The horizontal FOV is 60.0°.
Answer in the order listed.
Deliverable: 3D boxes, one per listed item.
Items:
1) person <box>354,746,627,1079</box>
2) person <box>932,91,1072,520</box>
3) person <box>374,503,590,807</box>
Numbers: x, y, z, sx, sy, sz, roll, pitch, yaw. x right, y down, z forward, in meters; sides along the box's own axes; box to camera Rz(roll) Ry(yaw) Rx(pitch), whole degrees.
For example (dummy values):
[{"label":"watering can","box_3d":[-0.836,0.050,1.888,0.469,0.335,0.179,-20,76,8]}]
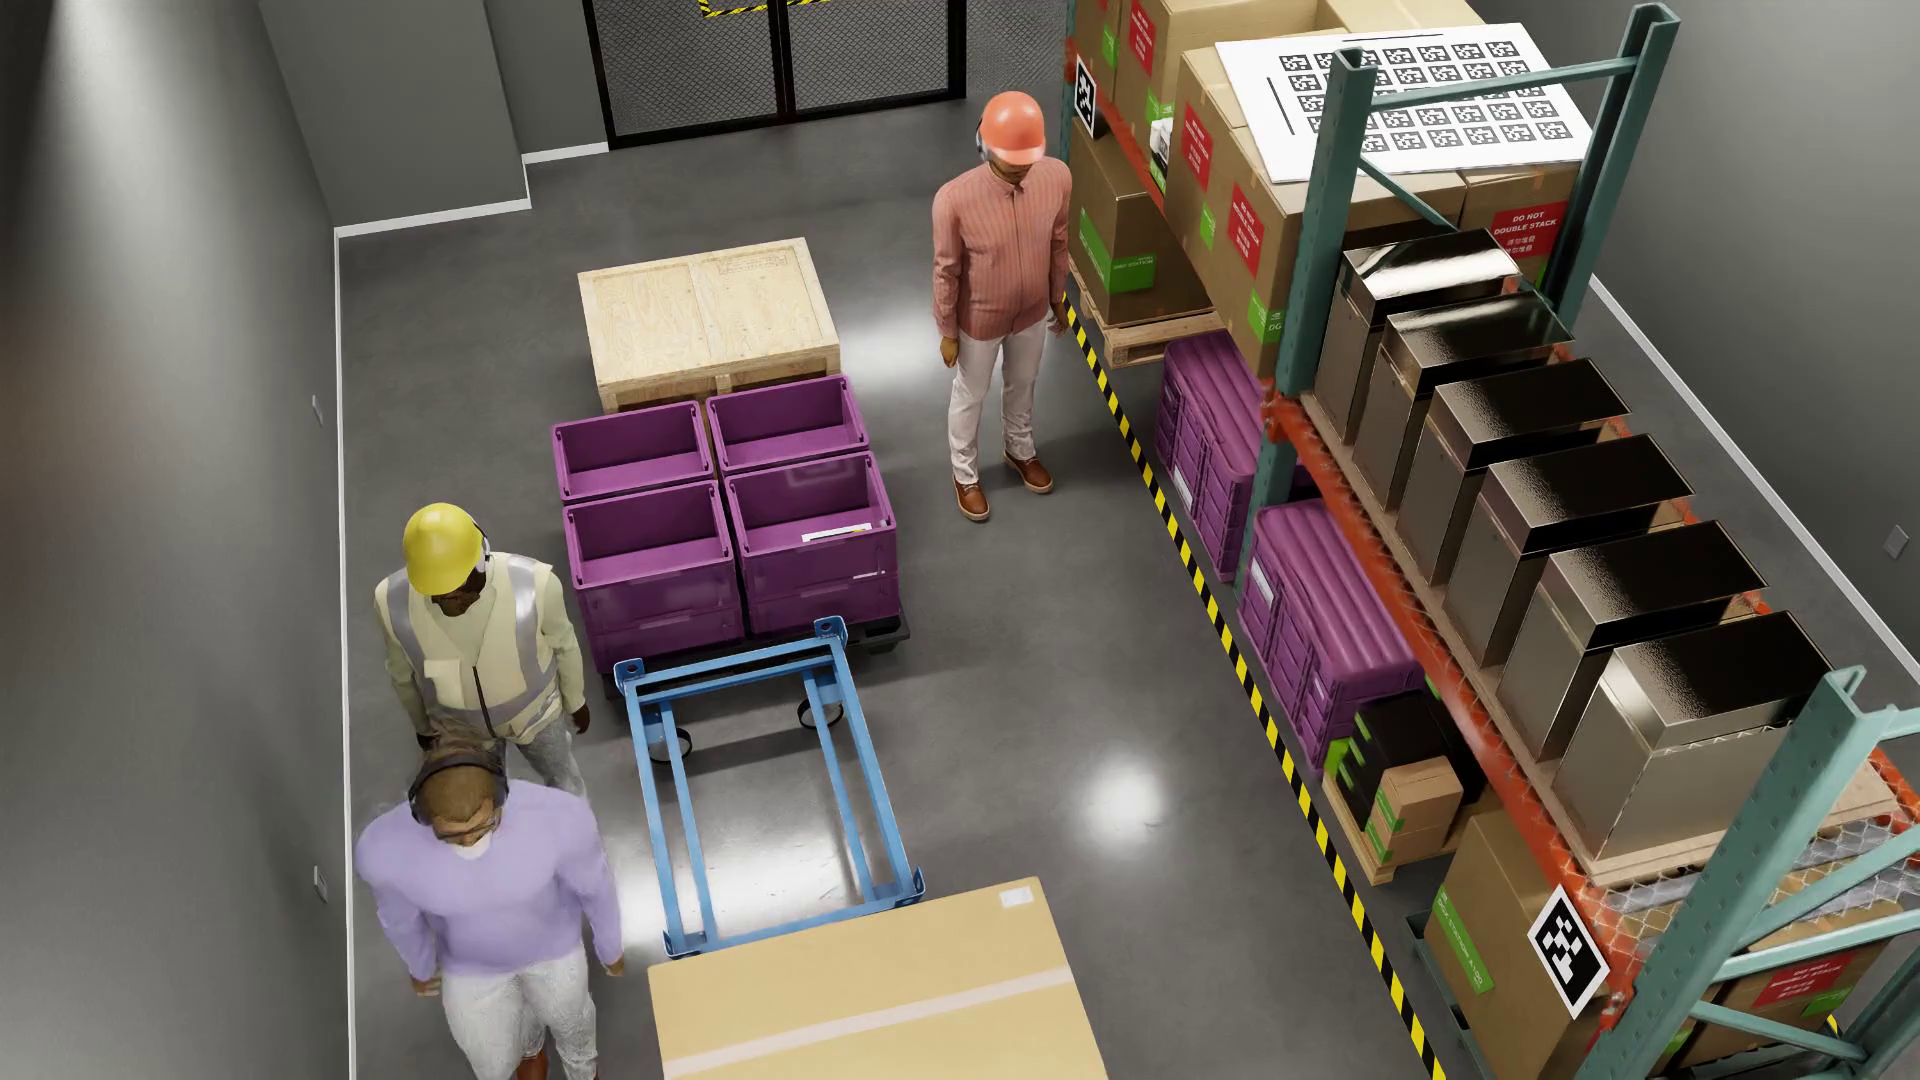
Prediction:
[{"label":"person","box_3d":[-1.277,1.195,4.799,0.649,1.920,0.436,-11,48,-10]},{"label":"person","box_3d":[0.175,-0.927,6.701,0.612,1.993,0.378,-23,51,-19]},{"label":"person","box_3d":[-1.520,0.544,5.458,0.598,1.832,0.404,-9,48,-8]}]
